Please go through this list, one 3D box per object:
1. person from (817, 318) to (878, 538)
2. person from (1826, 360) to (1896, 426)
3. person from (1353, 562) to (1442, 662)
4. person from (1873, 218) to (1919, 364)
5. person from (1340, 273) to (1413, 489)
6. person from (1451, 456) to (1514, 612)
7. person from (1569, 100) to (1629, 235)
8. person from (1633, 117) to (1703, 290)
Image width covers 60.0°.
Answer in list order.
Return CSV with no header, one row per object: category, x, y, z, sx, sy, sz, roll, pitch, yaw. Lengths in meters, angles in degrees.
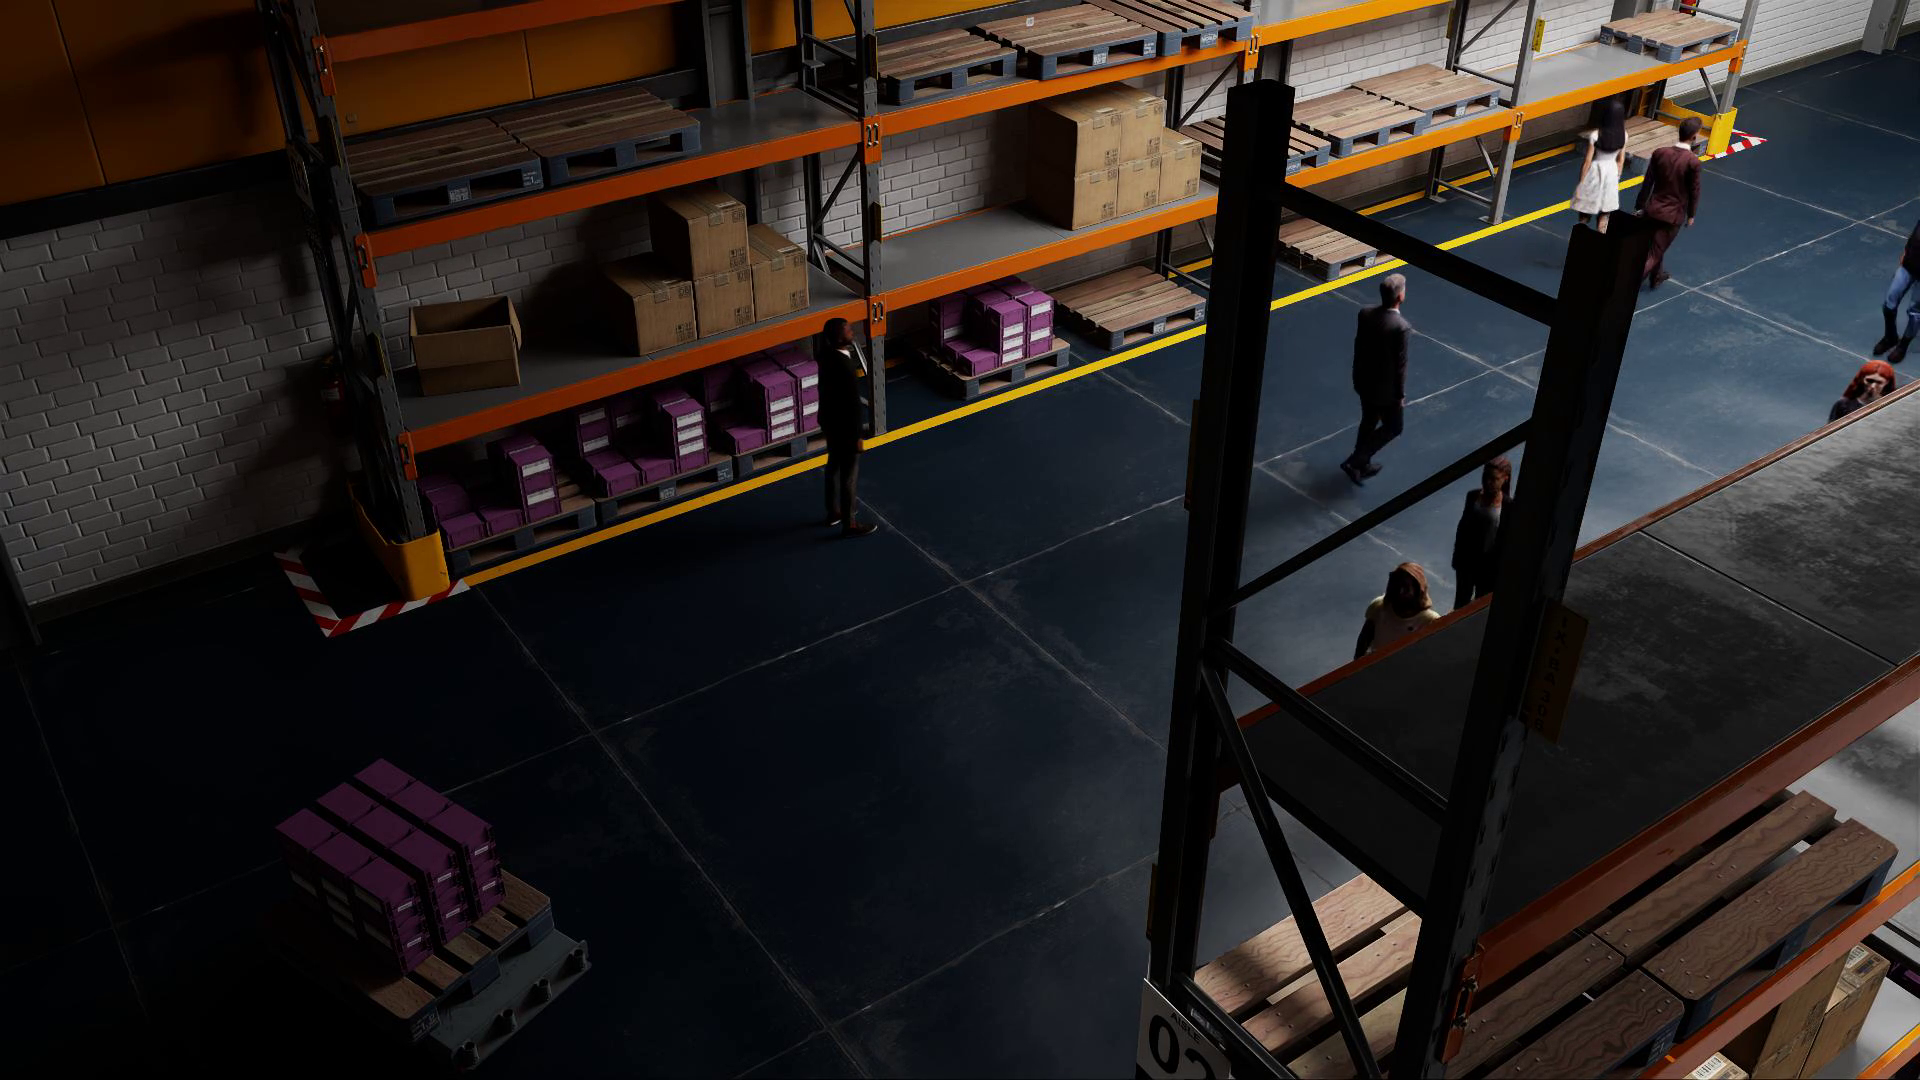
person,-0.904,-0.864,12.637,0.573,1.799,0.663,-19,38,-26
person,6.441,-0.506,12.116,0.659,1.780,0.669,13,36,19
person,2.690,0.823,10.205,0.894,1.682,1.183,21,39,29
person,8.748,-2.418,15.081,0.590,1.683,0.596,-23,40,-30
person,3.274,-1.220,13.155,0.839,1.819,0.752,-19,38,-26
person,3.613,0.088,11.438,0.697,1.542,0.879,22,40,30
person,6.399,-3.537,16.683,0.751,1.774,0.834,-1,34,-2
person,6.737,-3.107,15.984,1.208,1.831,0.674,-23,40,-30
